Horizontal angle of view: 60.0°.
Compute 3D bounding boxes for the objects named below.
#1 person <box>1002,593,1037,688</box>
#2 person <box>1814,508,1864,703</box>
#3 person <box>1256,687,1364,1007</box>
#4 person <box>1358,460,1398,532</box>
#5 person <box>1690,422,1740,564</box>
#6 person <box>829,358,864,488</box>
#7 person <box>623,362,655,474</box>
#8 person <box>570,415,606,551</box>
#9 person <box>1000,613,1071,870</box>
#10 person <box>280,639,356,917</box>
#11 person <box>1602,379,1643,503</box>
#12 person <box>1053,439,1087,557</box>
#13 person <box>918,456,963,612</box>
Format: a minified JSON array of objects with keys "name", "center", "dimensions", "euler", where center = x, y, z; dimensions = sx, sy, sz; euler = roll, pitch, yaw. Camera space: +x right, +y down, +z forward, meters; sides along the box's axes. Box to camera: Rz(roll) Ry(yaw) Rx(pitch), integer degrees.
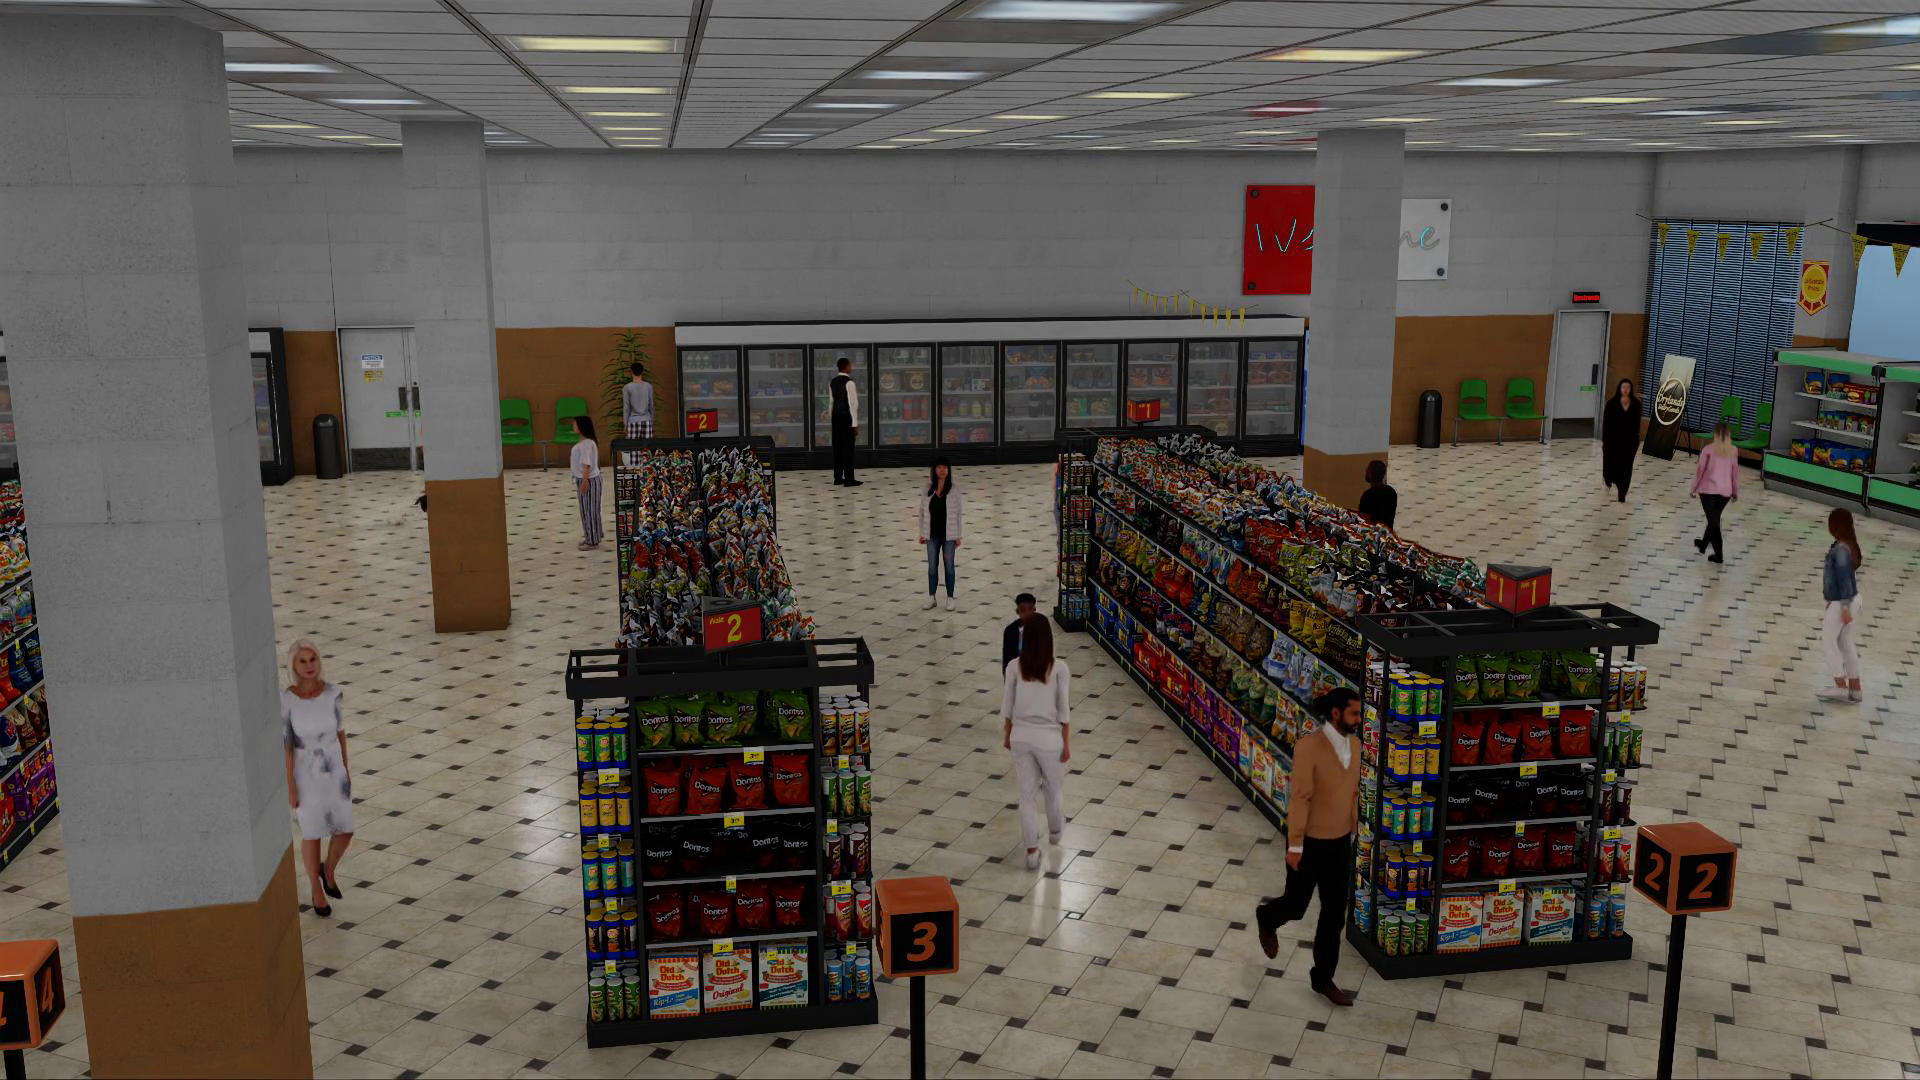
[{"name":"person","center":[0.501,1.027,13.261],"dimensions":[0.545,1.246,0.815],"euler":[-1,12,-6]},{"name":"person","center":[7.668,0.591,14.305],"dimensions":[0.835,1.669,0.782],"euler":[6,13,28]},{"name":"person","center":[1.925,1.643,9.168],"dimensions":[0.884,1.728,1.111],"euler":[-6,13,-27]},{"name":"person","center":[4.079,0.141,16.118],"dimensions":[0.828,1.804,0.881],"euler":[-9,15,-37]},{"name":"person","center":[8.979,-0.528,19.690],"dimensions":[0.740,1.640,1.128],"euler":[-1,12,-3]},{"name":"person","center":[-1.749,-1.774,24.931],"dimensions":[0.748,1.918,0.843],"euler":[11,16,42]},{"name":"person","center":[-4.811,-1.751,24.994],"dimensions":[0.684,1.847,0.639],"euler":[-6,13,-27]},{"name":"person","center":[-4.597,-0.725,20.523],"dimensions":[0.731,1.682,0.532],"euler":[-2,12,-8]},{"name":"person","center":[0.496,1.324,10.827],"dimensions":[0.825,1.668,0.995],"euler":[3,12,12]},{"name":"person","center":[-3.959,1.432,10.148],"dimensions":[0.699,1.736,0.744],"euler":[-11,16,-42]},{"name":"person","center":[9.404,-1.419,23.695],"dimensions":[0.903,1.733,1.094],"euler":[3,12,13]},{"name":"person","center":[1.199,-0.340,18.899],"dimensions":[0.688,1.598,0.741],"euler":[7,14,30]},{"name":"person","center":[-0.200,-0.079,17.564],"dimensions":[0.693,1.638,0.672],"euler":[2,12,11]}]
